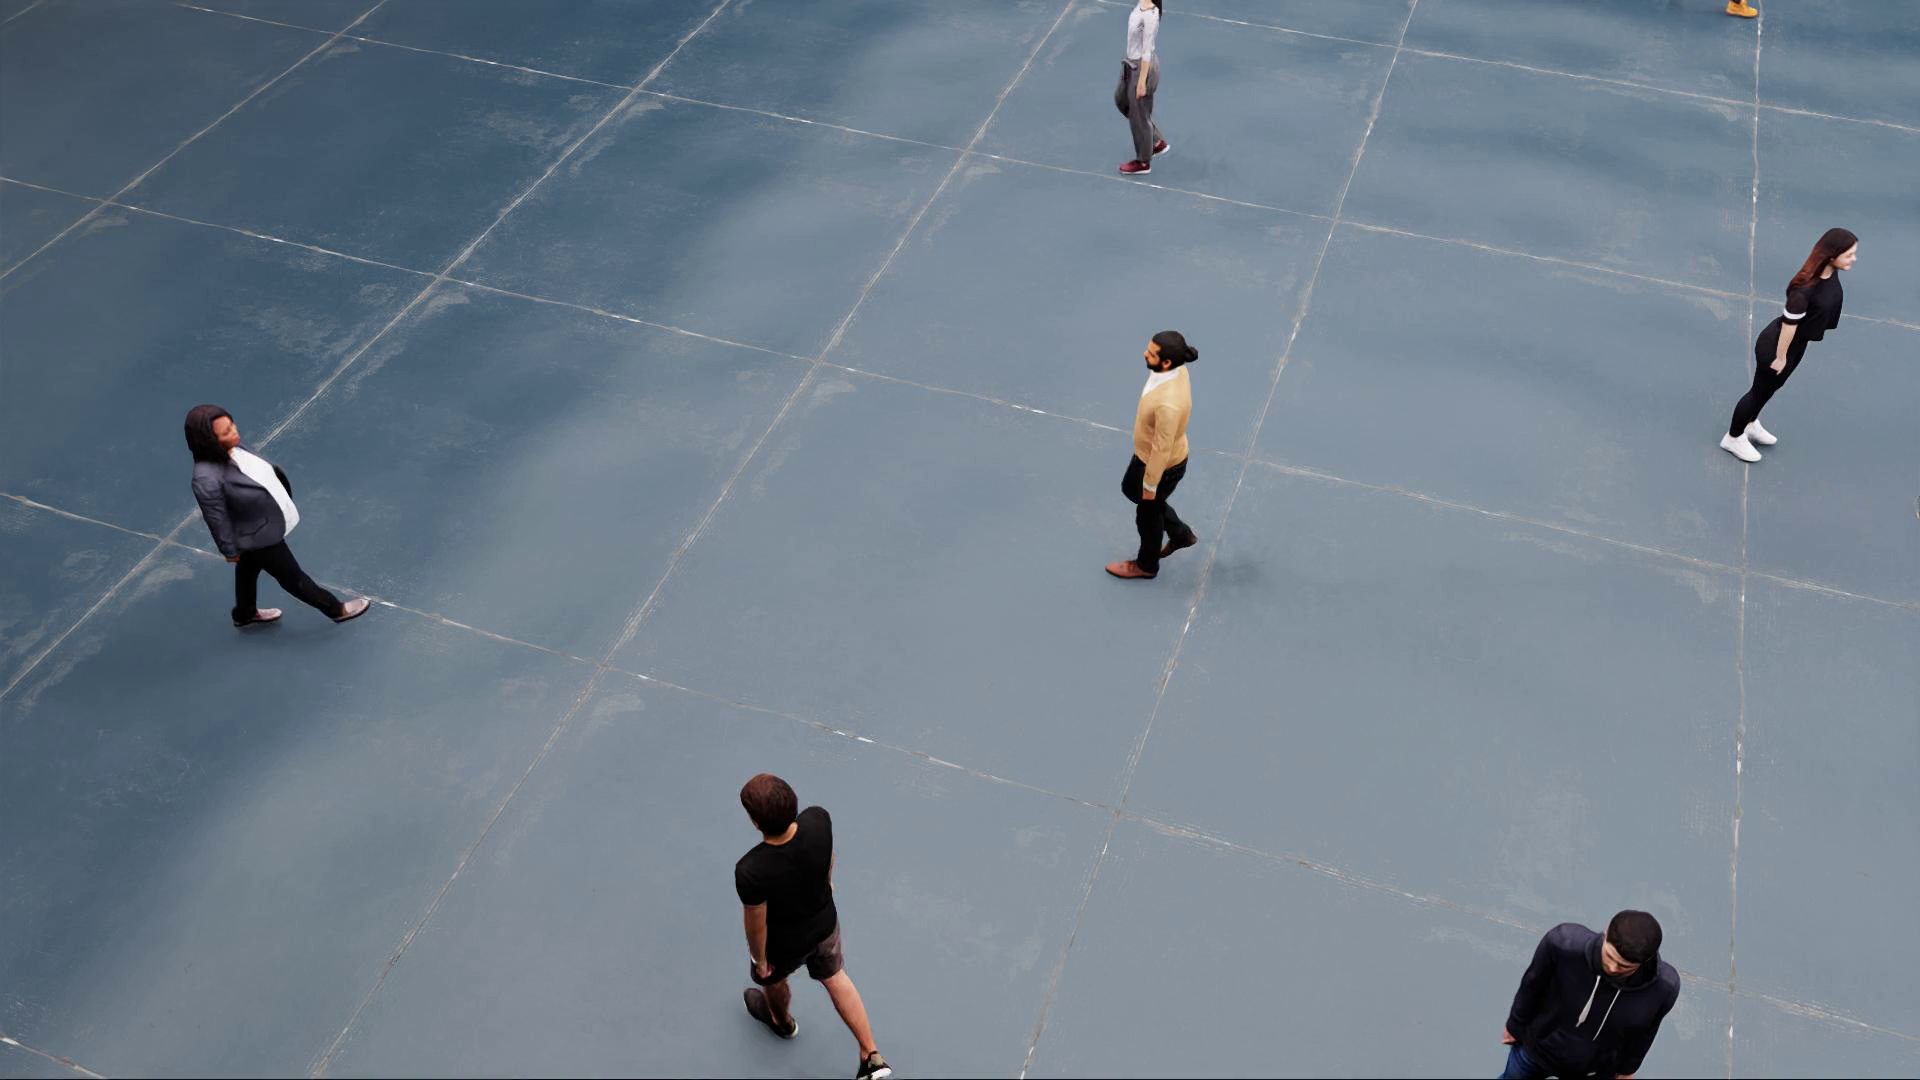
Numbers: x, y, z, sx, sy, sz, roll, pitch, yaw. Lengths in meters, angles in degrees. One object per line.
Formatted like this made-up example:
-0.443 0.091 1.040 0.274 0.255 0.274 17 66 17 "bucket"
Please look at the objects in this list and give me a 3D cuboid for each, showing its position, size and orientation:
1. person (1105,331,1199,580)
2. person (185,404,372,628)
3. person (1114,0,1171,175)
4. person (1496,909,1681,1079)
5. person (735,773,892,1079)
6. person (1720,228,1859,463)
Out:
1.176 -0.447 9.270 0.860 1.747 0.790 2 43 2 "person"
-3.910 -0.077 9.011 1.143 1.560 0.997 -9 44 -9 "person"
1.476 -3.553 12.615 0.779 1.722 0.723 1 43 2 "person"
2.416 1.983 6.563 0.525 1.889 0.745 18 46 18 "person"
-0.627 1.660 6.946 1.005 1.841 1.206 -31 51 -29 "person"
5.058 -1.209 10.168 0.708 1.636 0.692 33 52 30 "person"
